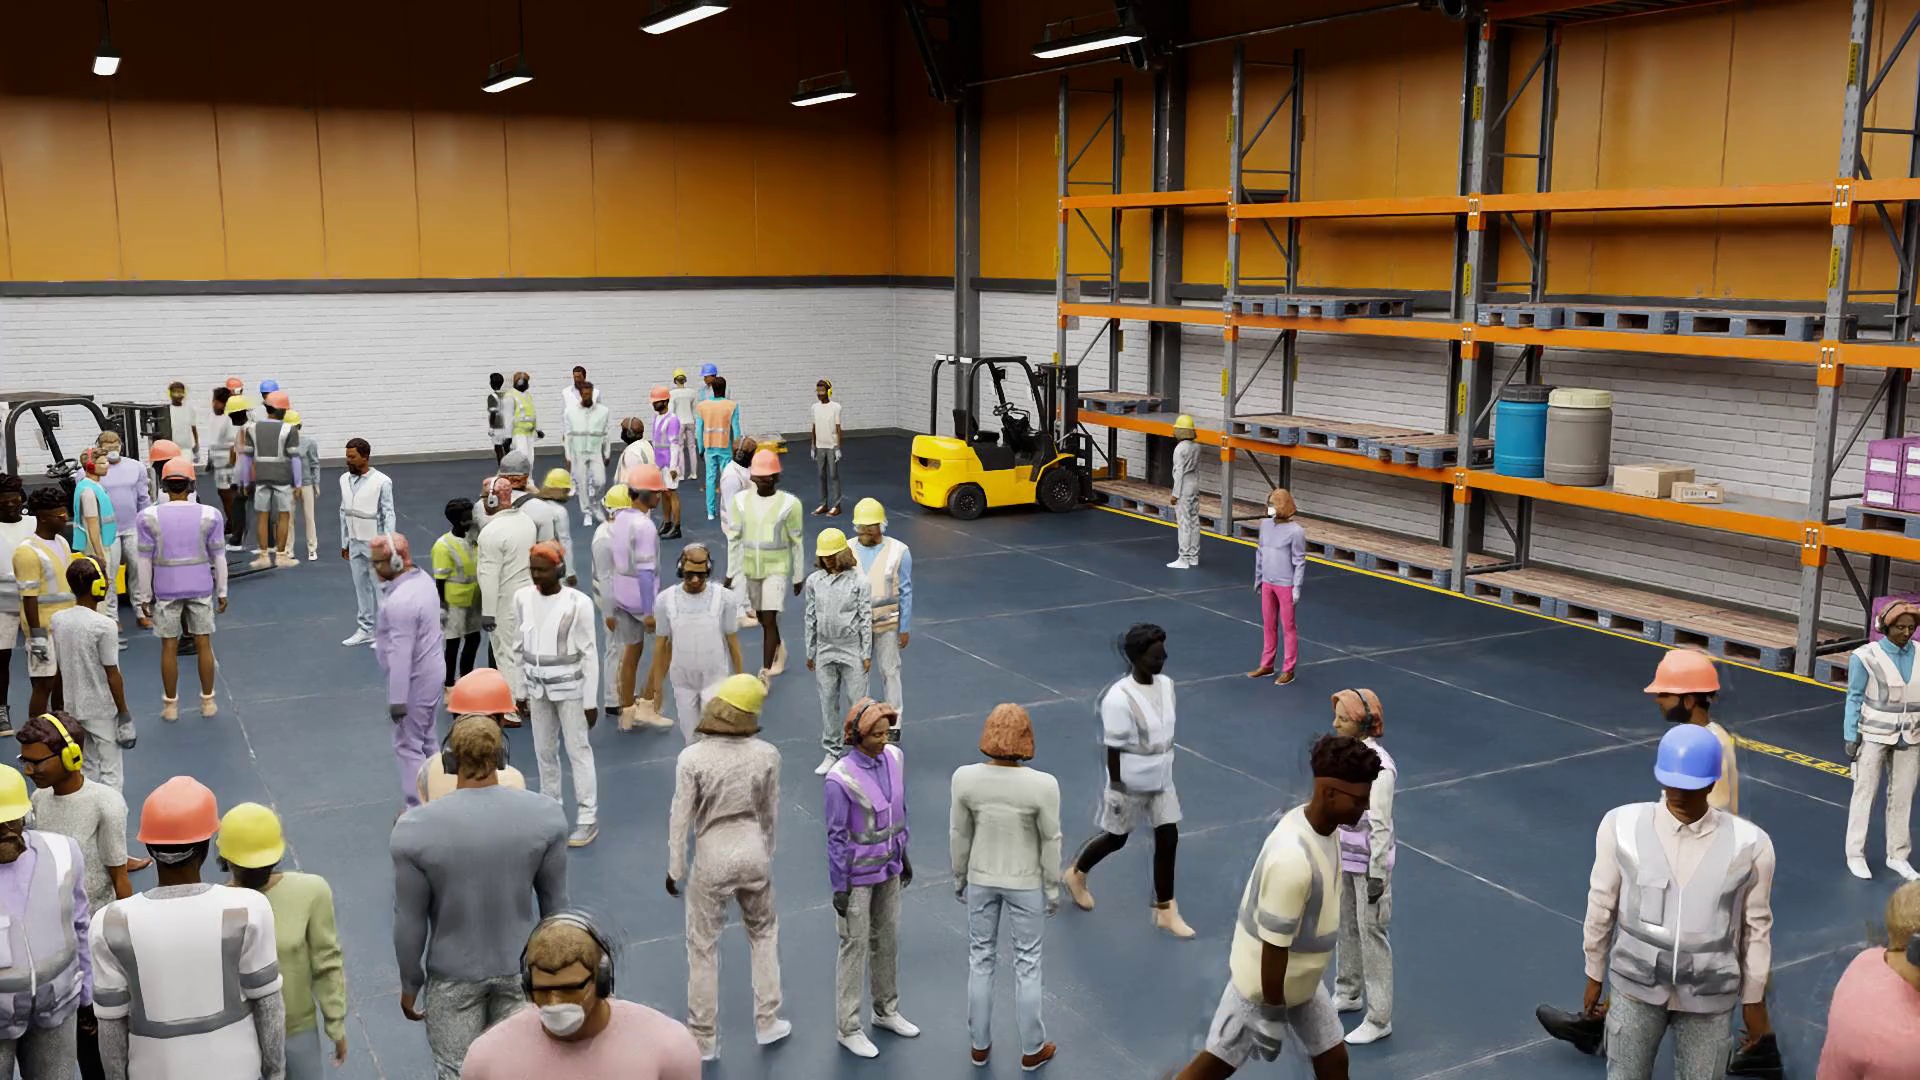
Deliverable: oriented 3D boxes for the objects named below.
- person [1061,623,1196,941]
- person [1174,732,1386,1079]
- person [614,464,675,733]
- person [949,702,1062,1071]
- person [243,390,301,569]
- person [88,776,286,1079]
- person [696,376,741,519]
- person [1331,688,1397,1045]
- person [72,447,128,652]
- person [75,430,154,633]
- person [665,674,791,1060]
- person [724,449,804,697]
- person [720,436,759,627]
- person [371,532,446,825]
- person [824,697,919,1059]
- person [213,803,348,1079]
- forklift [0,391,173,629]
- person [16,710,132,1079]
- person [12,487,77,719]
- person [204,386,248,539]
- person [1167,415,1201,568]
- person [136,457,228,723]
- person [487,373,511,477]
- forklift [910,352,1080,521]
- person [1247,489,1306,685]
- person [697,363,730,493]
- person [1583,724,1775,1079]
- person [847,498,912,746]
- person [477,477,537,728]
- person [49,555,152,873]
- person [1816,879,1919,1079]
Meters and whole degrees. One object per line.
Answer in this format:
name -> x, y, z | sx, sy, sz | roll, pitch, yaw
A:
person -> 0.899, 1.235, 8.811 | 0.532, 1.670, 0.783 | -9, 13, -43
person -> 1.191, 1.607, 6.180 | 1.157, 1.871, 0.618 | 5, 11, 27
person -> -2.344, 0.443, 12.364 | 0.482, 2.020, 0.612 | -7, 12, -36
person -> 0.200, 1.516, 7.304 | 0.501, 1.632, 0.280 | 3, 10, 18
person -> -7.772, -0.677, 18.819 | 0.671, 2.018, 0.516 | 0, 10, 2
person -> -2.450, 1.704, 5.348 | 0.549, 1.937, 0.358 | -3, 10, -18
person -> -3.227, -1.227, 22.277 | 0.594, 1.917, 0.373 | 2, 10, 10
person -> 1.818, 1.469, 7.598 | 0.318, 1.630, 0.513 | -3, 10, -15
person -> -7.754, 0.085, 14.933 | 0.375, 1.843, 0.575 | -5, 11, -26
person -> -7.936, -0.080, 15.660 | 0.374, 1.929, 0.636 | 10, 14, 44
person -> -1.055, 1.457, 7.449 | 0.557, 1.708, 0.350 | -6, 11, -29
person -> -1.577, 0.226, 13.707 | 0.610, 2.002, 1.037 | 3, 10, 17
person -> -2.071, -0.085, 15.964 | 0.429, 1.832, 0.635 | 1, 10, 8
person -> -3.393, 0.876, 10.284 | 0.403, 1.890, 0.724 | -1, 10, -5
person -> -0.414, 1.493, 7.447 | 0.313, 1.630, 0.528 | 7, 12, 35
person -> -2.432, 1.727, 5.804 | 0.530, 1.740, 0.498 | -6, 12, -31
forklift -> -9.026, -0.363, 16.508 | 1.214, 2.155, 2.313 | 6, 11, 29
person -> -3.388, 1.560, 6.426 | 0.530, 1.856, 0.346 | 5, 11, 25
person -> -6.379, 0.595, 11.692 | 0.367, 1.958, 0.609 | 0, 10, -3
person -> -9.163, -0.959, 20.709 | 0.719, 1.937, 0.374 | 8, 13, 38
person -> 2.546, -0.551, 18.891 | 0.301, 1.745, 0.483 | 7, 12, 37
person -> -5.934, 0.379, 12.727 | 0.613, 2.031, 0.403 | -5, 11, -28
person -> -7.209, -1.768, 26.031 | 0.317, 1.695, 0.540 | 3, 10, 16
forklift -> 0.460, -1.461, 22.833 | 2.313, 2.155, 1.214 | -5, 11, -28
person -> 2.648, 0.380, 13.841 | 0.283, 1.634, 0.498 | -7, 12, -34
person -> -3.672, -1.661, 24.736 | 0.615, 1.940, 0.416 | 6, 12, 31
person -> 2.554, 1.593, 5.962 | 0.618, 1.944, 0.397 | 4, 11, 24
person -> -0.640, 0.594, 12.075 | 0.595, 1.826, 0.403 | 2, 10, 14
person -> -3.449, 0.468, 12.596 | 0.394, 1.900, 0.646 | 2, 10, 13
person -> -4.969, 1.013, 9.563 | 0.514, 1.861, 0.322 | 5, 11, 25
person -> 2.527, 1.837, 4.760 | 1.034, 1.894, 0.635 | 5, 11, 28
